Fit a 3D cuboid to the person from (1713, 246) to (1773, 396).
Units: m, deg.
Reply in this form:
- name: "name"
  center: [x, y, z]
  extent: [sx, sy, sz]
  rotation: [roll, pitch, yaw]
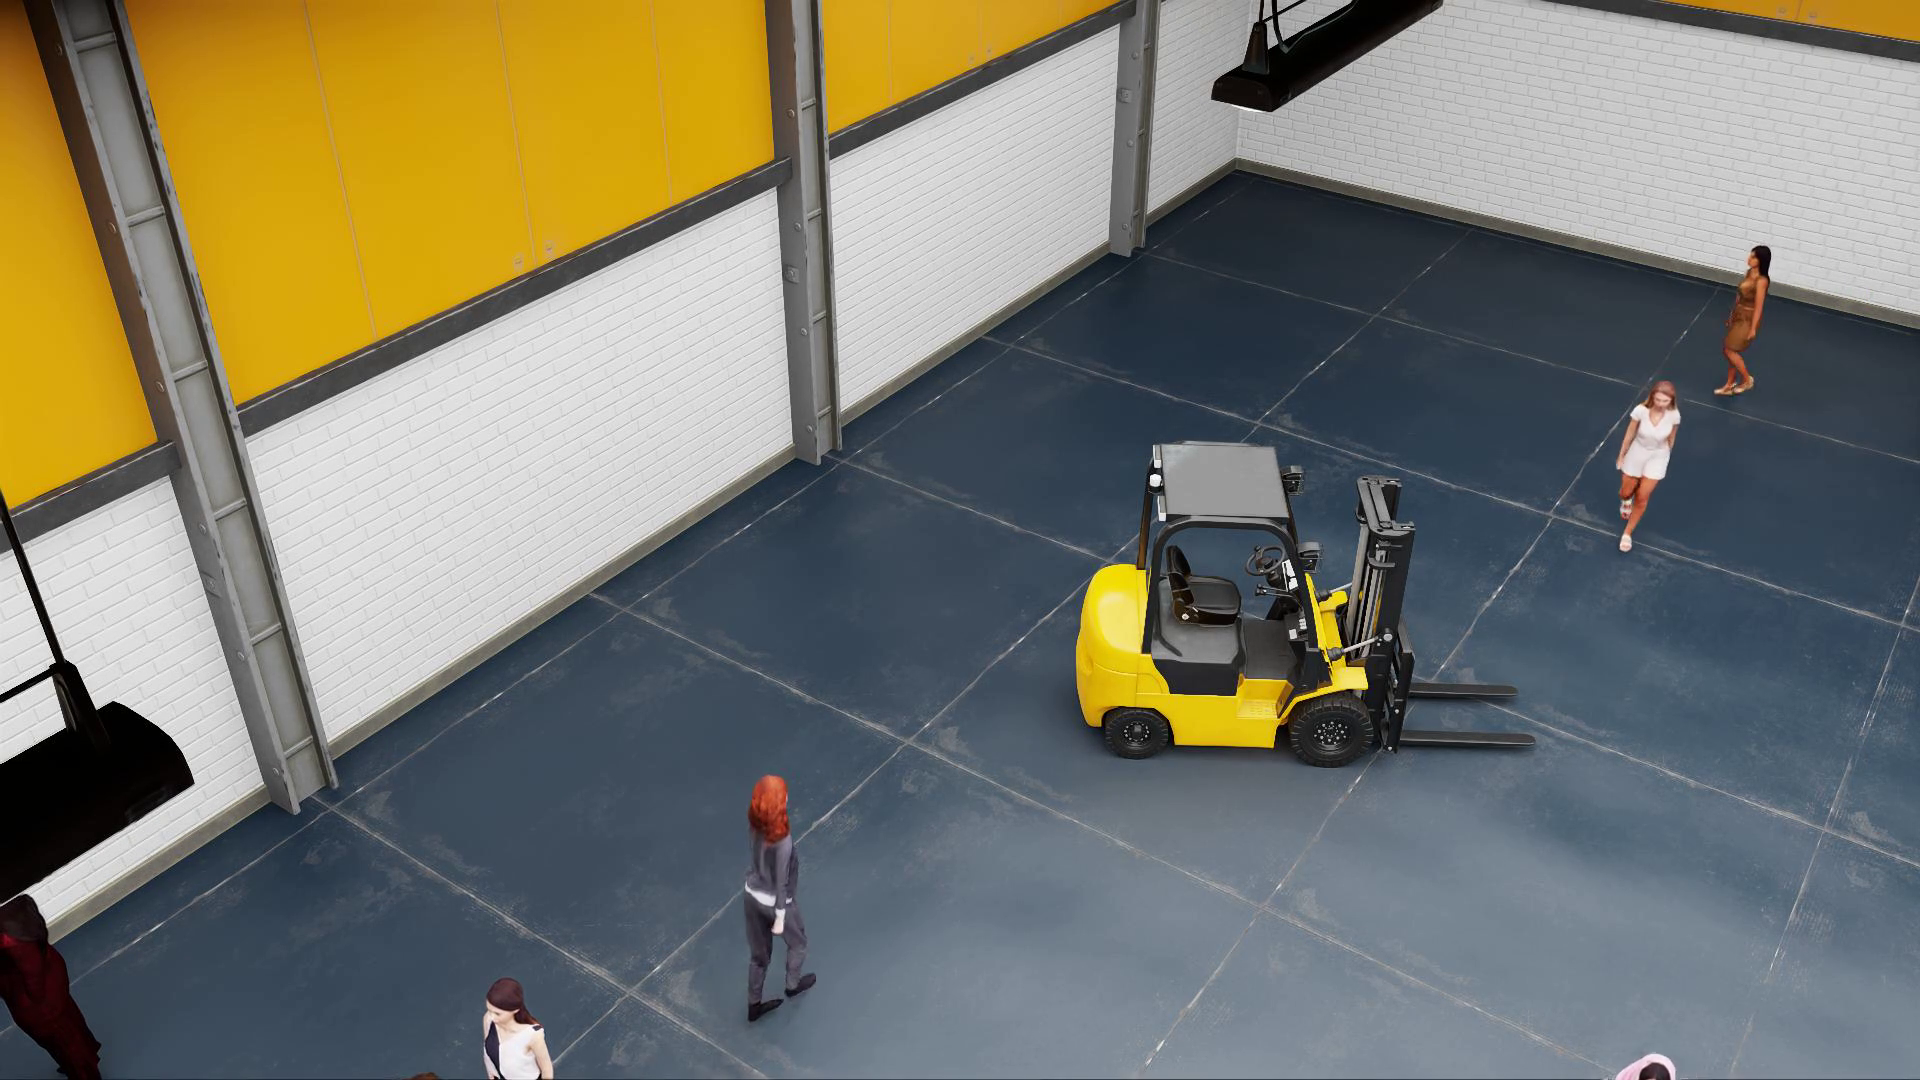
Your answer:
- name: "person"
  center: [8.034, -2.186, 16.830]
  extent: [0.766, 1.676, 0.709]
  rotation: [4, 34, 5]

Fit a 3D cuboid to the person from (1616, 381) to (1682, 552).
- name: "person"
  center: [6.055, -0.729, 14.651]
  extent: [0.699, 1.662, 0.926]
  rotation: [12, 35, 17]

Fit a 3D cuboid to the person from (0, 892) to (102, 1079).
- name: "person"
  center: [-5.326, 2.564, 9.611]
  extent: [0.718, 1.758, 0.737]
  rotation: [-21, 39, -28]

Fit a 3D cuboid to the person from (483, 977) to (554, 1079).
- name: "person"
  center: [-2.374, 2.988, 9.071]
  extent: [0.604, 1.649, 0.577]
  rotation: [12, 36, 18]

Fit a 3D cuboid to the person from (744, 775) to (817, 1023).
- name: "person"
  center: [-1.184, 2.248, 10.111]
  extent: [0.806, 1.730, 0.688]
  rotation: [-21, 39, -29]
